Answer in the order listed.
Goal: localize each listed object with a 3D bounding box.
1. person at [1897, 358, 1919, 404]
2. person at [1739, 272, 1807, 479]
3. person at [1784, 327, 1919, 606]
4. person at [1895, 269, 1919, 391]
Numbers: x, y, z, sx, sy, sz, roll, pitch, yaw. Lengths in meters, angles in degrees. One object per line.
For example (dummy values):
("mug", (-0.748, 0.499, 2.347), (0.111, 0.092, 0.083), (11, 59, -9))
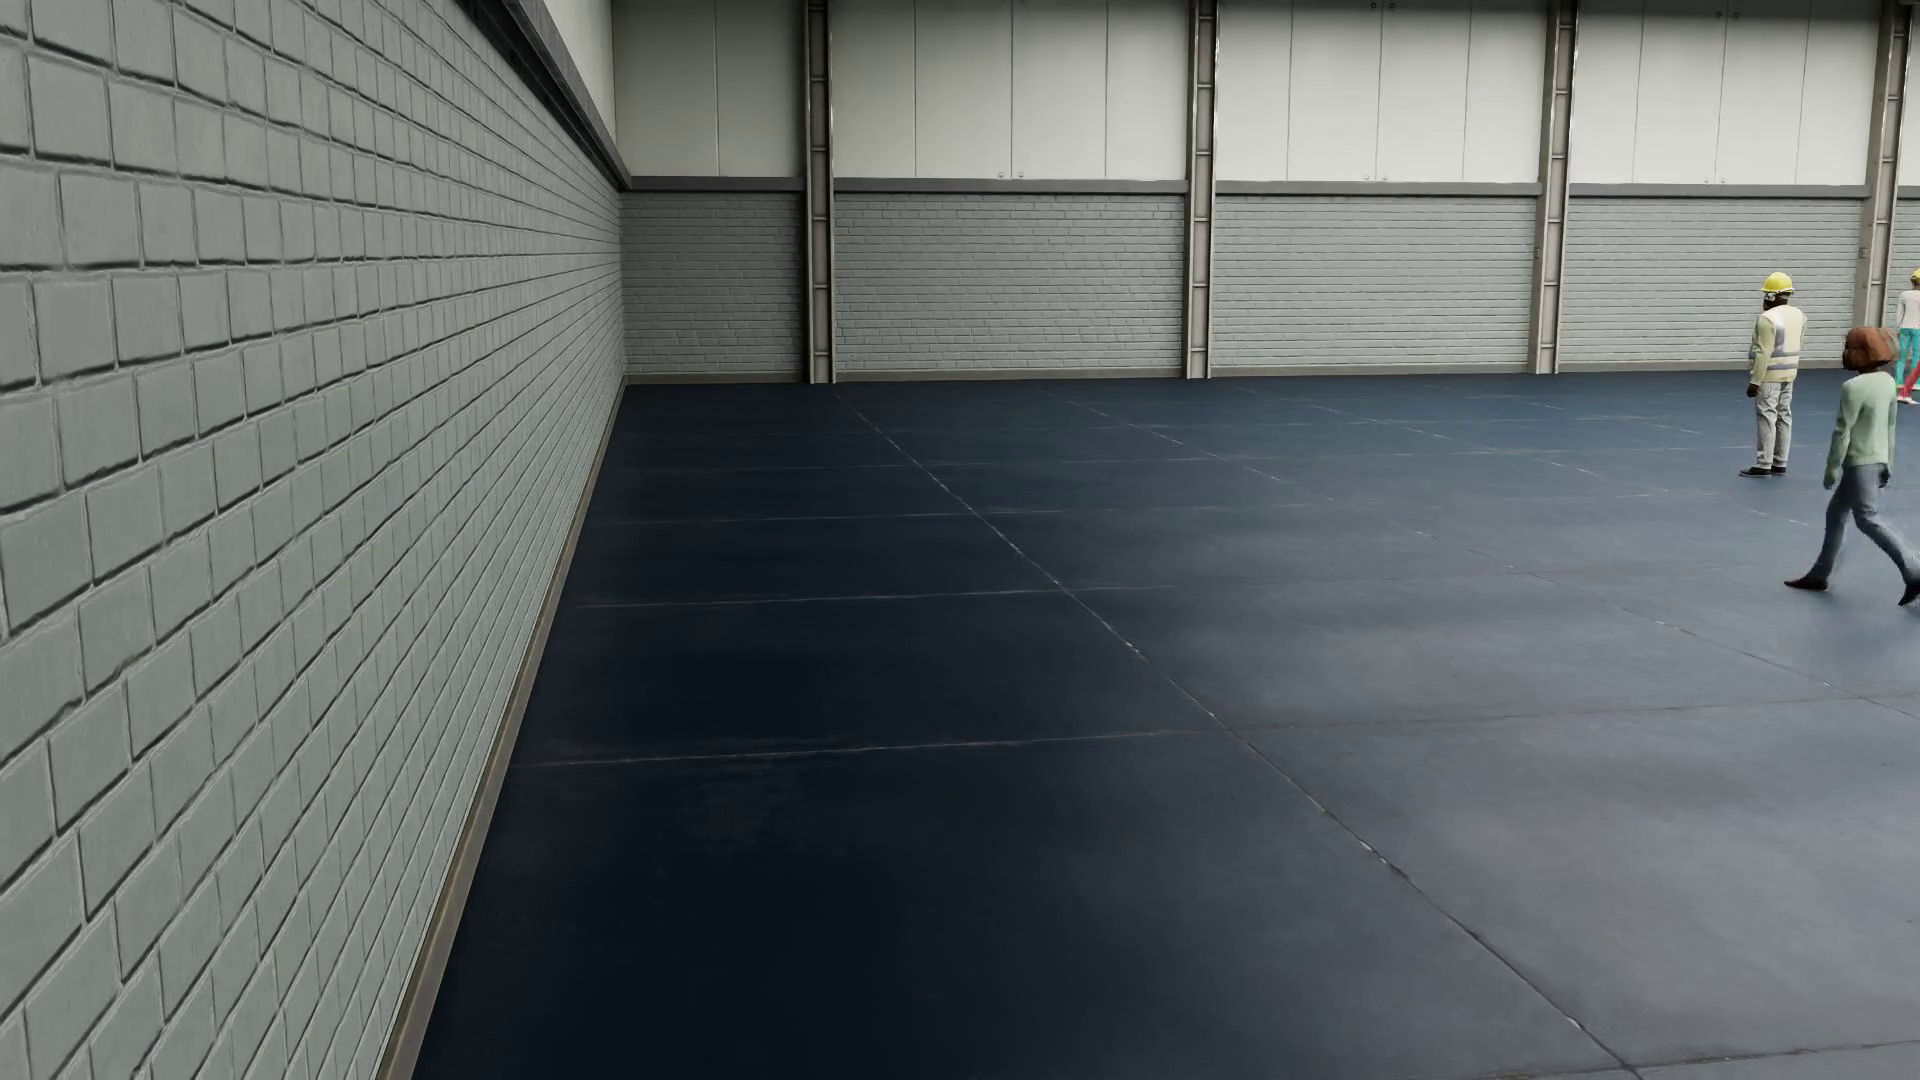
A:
("person", (12.783, -2.600, 21.740), (0.912, 1.720, 0.525), (9, 13, 41))
("person", (7.252, -1.458, 14.864), (0.586, 1.823, 0.403), (-6, 12, -31))
("person", (5.264, -0.430, 9.611), (0.506, 1.598, 0.831), (-8, 12, -38))
("person", (13.922, -3.058, 24.246), (0.318, 1.766, 0.534), (-5, 11, -27))
